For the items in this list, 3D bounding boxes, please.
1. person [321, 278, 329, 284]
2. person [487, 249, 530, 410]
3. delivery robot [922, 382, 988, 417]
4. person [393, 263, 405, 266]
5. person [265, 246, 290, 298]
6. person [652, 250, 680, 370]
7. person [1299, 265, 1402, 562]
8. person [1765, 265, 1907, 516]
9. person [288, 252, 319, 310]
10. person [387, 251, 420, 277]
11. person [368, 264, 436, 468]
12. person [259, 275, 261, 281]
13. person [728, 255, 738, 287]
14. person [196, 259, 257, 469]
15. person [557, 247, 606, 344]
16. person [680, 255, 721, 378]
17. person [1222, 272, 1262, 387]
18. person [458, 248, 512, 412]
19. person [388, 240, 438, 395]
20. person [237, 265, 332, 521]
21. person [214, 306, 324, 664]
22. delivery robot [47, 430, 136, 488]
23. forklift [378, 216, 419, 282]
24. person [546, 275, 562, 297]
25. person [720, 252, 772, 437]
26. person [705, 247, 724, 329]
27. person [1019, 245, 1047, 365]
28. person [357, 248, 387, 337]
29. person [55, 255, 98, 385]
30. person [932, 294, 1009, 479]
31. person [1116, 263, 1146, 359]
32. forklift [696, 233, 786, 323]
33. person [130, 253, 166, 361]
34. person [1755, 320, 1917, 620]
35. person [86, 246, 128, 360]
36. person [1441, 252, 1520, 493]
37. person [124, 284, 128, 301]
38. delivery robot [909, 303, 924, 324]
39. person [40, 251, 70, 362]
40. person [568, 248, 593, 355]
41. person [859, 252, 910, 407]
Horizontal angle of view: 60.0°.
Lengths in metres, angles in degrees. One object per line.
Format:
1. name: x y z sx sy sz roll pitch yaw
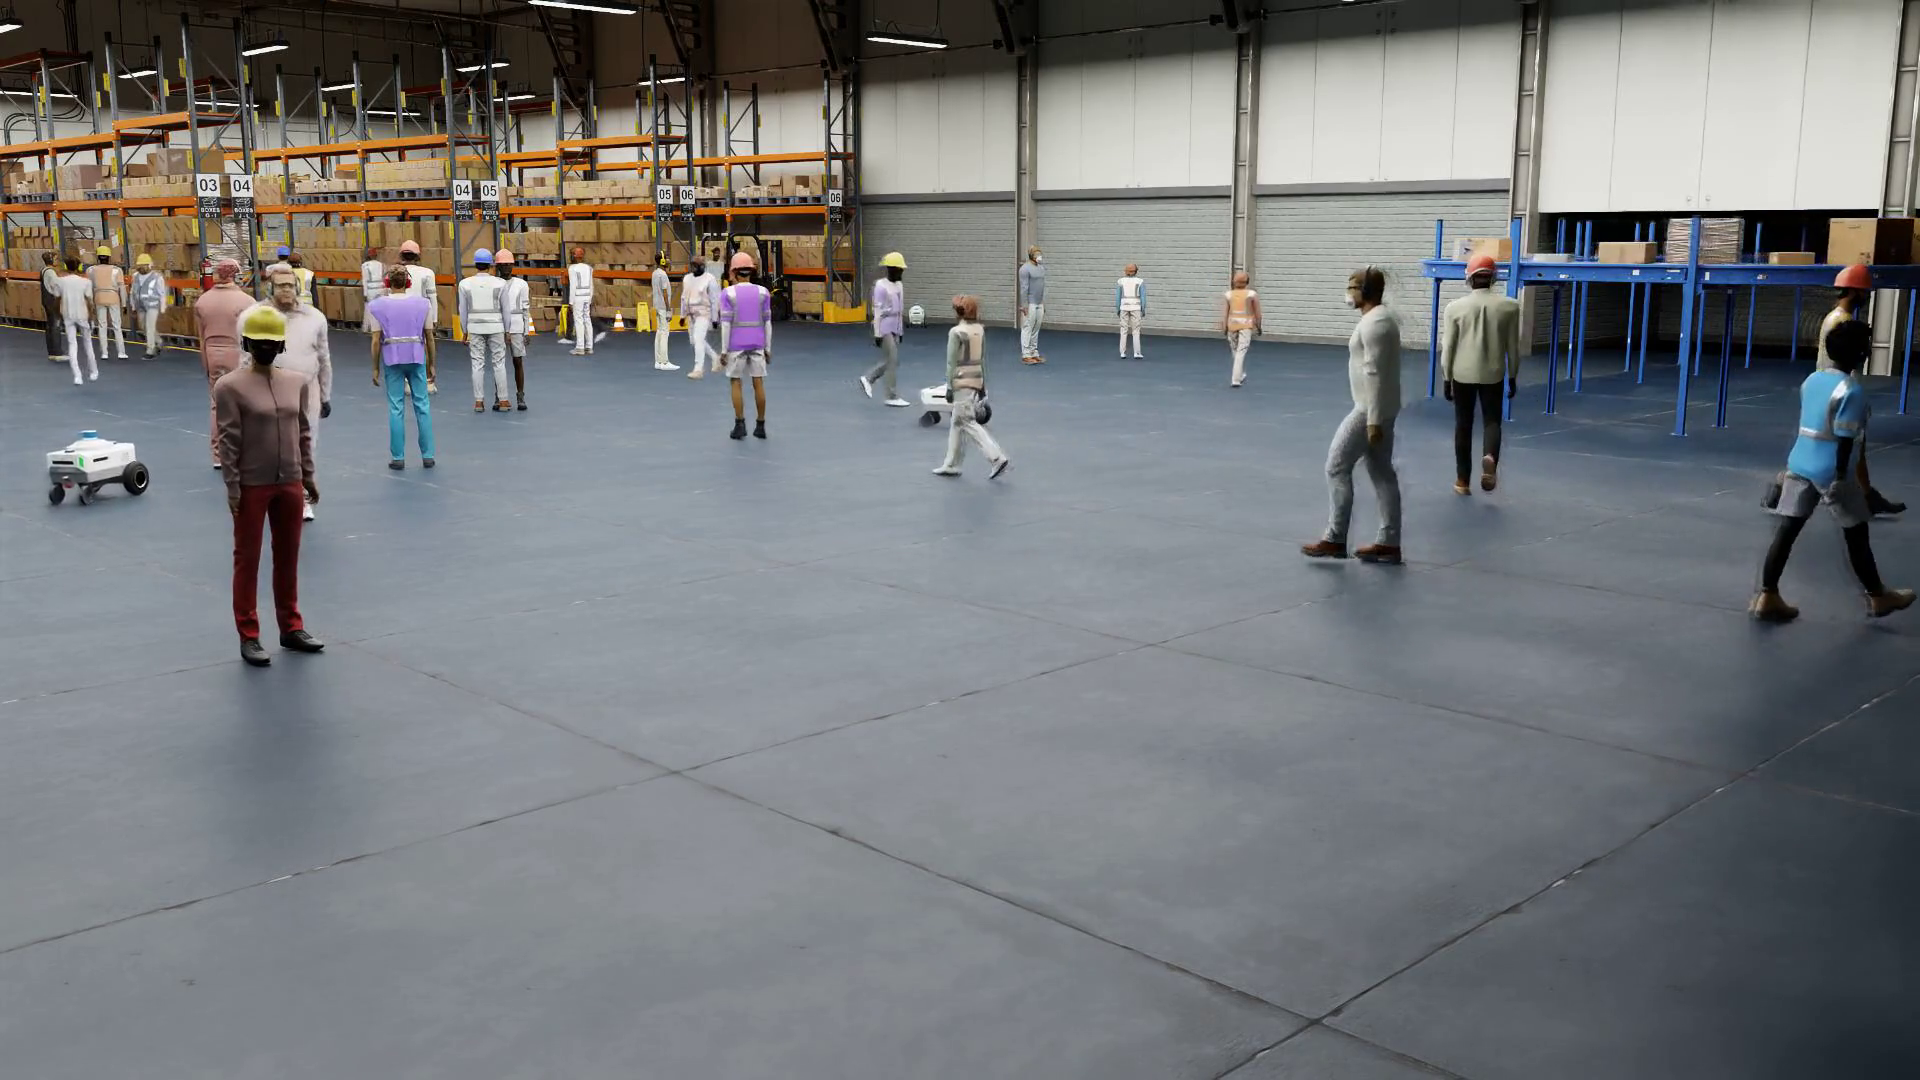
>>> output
1. person: -18.626 -7.753 49.136 0.515 1.731 0.811 8 13 36
2. person: -5.509 -2.557 20.236 0.552 1.942 0.341 -2 11 -13
3. delivery robot: -0.063 -1.584 18.580 0.707 0.478 0.477 3 11 16
4. person: -9.029 -3.648 26.936 0.754 1.655 0.542 2 11 11
5. person: -11.854 -4.210 29.302 0.657 1.916 0.774 -3 11 -14
6. person: -4.695 -3.645 26.370 0.328 1.872 0.513 -6 12 -31
7. person: 2.544 -0.811 10.792 0.791 1.909 0.666 4 11 19
8. person: 6.652 -1.116 12.554 0.958 1.895 0.554 6 12 29
9. person: -10.516 -3.644 26.443 0.630 1.843 0.429 -4 11 -19
10. person: -9.312 -3.972 28.077 0.651 1.887 0.636 1 10 4
11. person: -5.068 -1.579 15.165 0.563 1.848 0.390 -5 11 -25
12. person: -19.868 -7.607 47.671 0.621 1.977 0.534 10 14 43
13. person: -5.196 -5.826 38.875 0.686 1.650 0.548 8 13 38
14. person: -6.579 -1.590 15.107 0.638 1.898 0.399 3 11 16
15. person: -7.453 -4.808 32.689 0.941 1.885 0.604 2 11 13
16. person: -3.869 -3.367 25.010 0.626 1.817 0.770 8 13 36
17. person: 3.979 -2.971 23.461 0.517 1.591 0.874 6 12 31
18. person: -5.722 -2.531 20.080 0.605 1.949 0.401 -1 10 -7
19. person: -7.293 -2.968 22.209 0.612 2.039 0.392 -3 11 -16
20. person: -5.026 -1.102 12.428 0.652 1.889 0.531 -6 12 -31
21. person: -3.449 -0.285 8.338 0.329 1.765 0.526 7 12 32
22. delivery robot: -7.019 -0.643 13.450 0.477 0.478 0.707 2 10 9
23. forklift: -17.868 -9.201 54.028 1.873 2.768 1.129 -10 14 -44
24. person: -11.213 -7.296 46.092 0.542 1.939 0.363 -4 11 -19
25. person: -2.238 -2.040 17.458 0.597 1.925 0.391 -5 11 -25
26. person: -5.549 -5.725 37.828 0.535 1.832 0.872 -6 12 -30
27. person: 1.215 -3.882 27.475 0.366 1.939 0.635 7 12 33
28. person: -12.156 -5.107 34.408 0.962 1.835 0.607 9 13 39
29. person: -12.699 -3.163 23.894 0.531 1.816 0.988 -4 11 -20
30. person: 0.097 -1.336 14.487 0.770 1.614 0.522 6 12 30
31. person: 2.945 -3.949 28.663 0.521 1.636 0.311 4 11 23
32. forklift: -5.496 -6.489 41.108 2.313 2.155 1.214 -10 14 -44
33. person: -13.833 -3.989 28.409 0.606 1.809 0.681 2 11 11
34. person: 4.845 -0.373 9.137 0.884 1.645 0.540 -2 11 -8
35. person: -14.571 -4.051 28.426 0.594 1.924 0.383 -4 11 -19
36. person: 4.223 -1.341 13.516 0.628 1.977 0.706 2 11 12
37. person: -19.787 -6.038 39.078 0.622 1.994 0.381 -1 10 -5
38. delivery robot: -1.008 -5.242 38.526 0.477 0.478 0.707 0 10 -2
39. person: -15.306 -3.949 28.093 0.506 1.847 0.343 9 14 41
40. person: -6.786 -4.266 29.719 0.345 1.882 0.584 5 12 27
41. person: -0.950 -2.629 20.730 0.658 1.907 0.597 5 11 25
